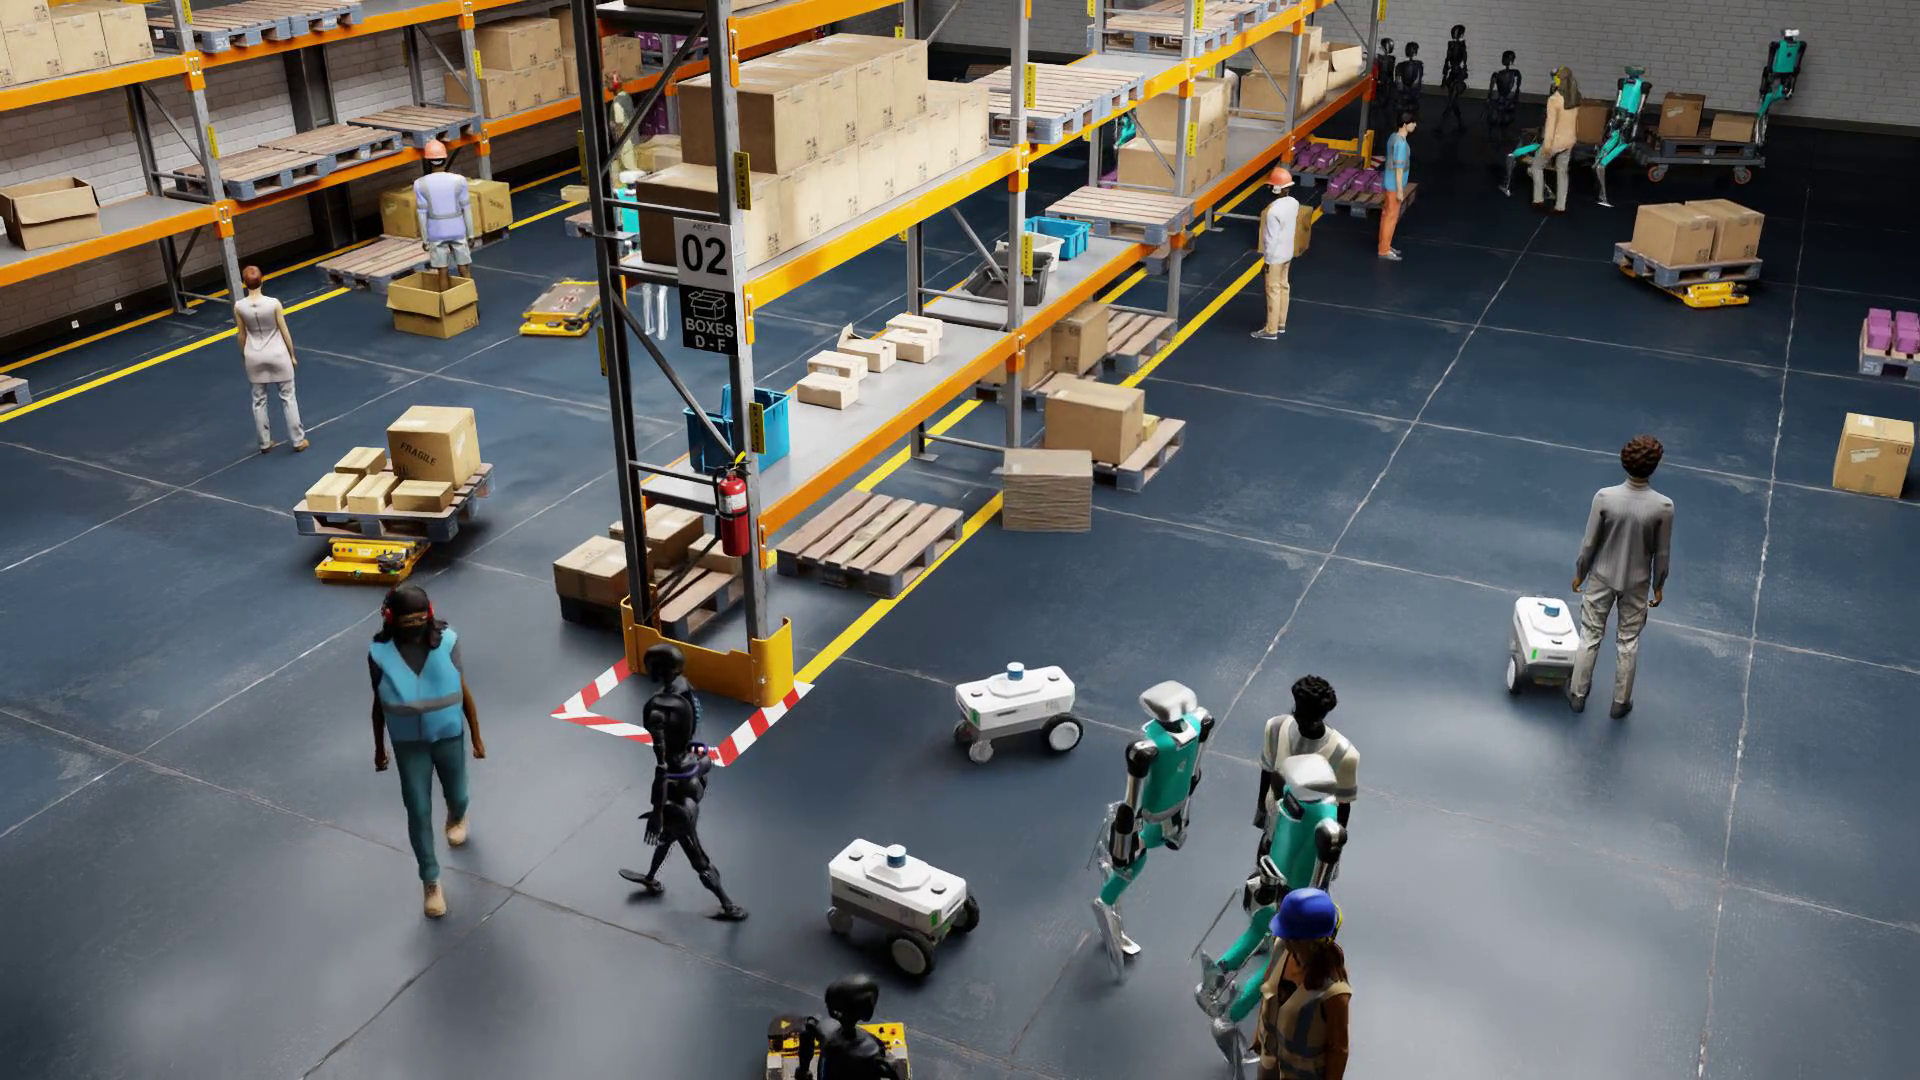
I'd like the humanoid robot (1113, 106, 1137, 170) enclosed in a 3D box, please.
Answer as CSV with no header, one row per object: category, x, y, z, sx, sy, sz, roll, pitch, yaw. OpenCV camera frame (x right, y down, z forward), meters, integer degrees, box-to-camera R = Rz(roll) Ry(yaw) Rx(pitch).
humanoid robot,2.259,-5.682,22.595,0.553,1.731,1.023,23,34,38

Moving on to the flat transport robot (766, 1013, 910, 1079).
flat transport robot,-0.529,2.665,7.395,0.659,0.231,1.431,-3,26,-5

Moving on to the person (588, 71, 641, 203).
person,-4.428,-5.082,21.312,0.850,1.808,0.597,-3,26,-5

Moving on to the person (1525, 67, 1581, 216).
person,7.622,-5.105,21.309,0.547,1.855,0.677,-11,28,-21

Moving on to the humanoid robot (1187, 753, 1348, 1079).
humanoid robot,1.318,1.796,7.537,0.652,1.829,0.548,-8,27,-15

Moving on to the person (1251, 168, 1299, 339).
person,3.224,-2.933,17.027,0.332,1.752,0.562,17,31,30

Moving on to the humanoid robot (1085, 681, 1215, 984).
humanoid robot,0.815,1.442,8.299,0.541,1.849,0.780,-22,34,-37

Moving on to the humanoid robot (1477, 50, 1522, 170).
humanoid robot,7.605,-6.049,23.403,0.598,1.650,0.335,-11,28,-21

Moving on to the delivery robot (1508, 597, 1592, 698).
delivery robot,3.899,0.705,11.053,0.499,0.614,0.812,4,27,7

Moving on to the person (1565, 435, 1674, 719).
person,4.142,0.249,10.440,0.545,1.898,0.374,10,28,19

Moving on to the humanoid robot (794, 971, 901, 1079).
humanoid robot,-0.417,2.375,6.408,0.609,1.642,0.348,20,33,35

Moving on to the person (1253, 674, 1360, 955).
person,1.710,1.410,8.325,0.533,1.692,0.320,21,33,36

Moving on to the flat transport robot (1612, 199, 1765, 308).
flat transport robot,8.124,-2.926,18.689,0.659,0.231,1.431,-6,27,-12

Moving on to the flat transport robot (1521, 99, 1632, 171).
flat transport robot,8.877,-5.516,23.920,1.431,0.231,0.659,-10,28,-20

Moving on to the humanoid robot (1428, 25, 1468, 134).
humanoid robot,7.567,-7.052,25.468,0.754,1.629,0.592,-8,27,-15

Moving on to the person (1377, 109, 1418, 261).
person,5.122,-4.162,19.509,0.335,1.759,0.495,3,26,5

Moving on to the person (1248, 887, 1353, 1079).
person,1.353,2.139,6.754,0.324,1.777,0.471,-13,29,-24

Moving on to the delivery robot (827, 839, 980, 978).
delivery robot,-0.316,1.870,8.683,0.798,0.598,0.499,16,30,28

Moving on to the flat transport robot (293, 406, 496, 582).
flat transport robot,-4.387,-0.083,12.945,0.659,0.231,1.431,3,26,6

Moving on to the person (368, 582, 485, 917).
person,-2.850,1.044,8.896,0.560,1.840,0.784,-10,28,-19

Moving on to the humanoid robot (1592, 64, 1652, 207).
humanoid robot,8.538,-5.288,21.800,0.822,1.775,0.618,-10,28,-19

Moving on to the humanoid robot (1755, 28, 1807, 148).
humanoid robot,12.044,-6.713,24.724,0.539,1.820,0.766,-1,26,-2

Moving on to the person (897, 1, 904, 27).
person,-0.926,-9.486,30.181,0.361,1.829,0.515,20,33,35

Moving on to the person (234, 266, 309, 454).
person,-5.967,-1.548,14.347,0.437,1.651,0.296,-4,27,-7

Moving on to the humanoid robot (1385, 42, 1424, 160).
humanoid robot,6.442,-6.304,23.975,0.599,1.659,0.542,-12,29,-23

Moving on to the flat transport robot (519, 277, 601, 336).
flat transport robot,-4.170,-2.502,17.831,0.659,0.231,1.431,3,26,6

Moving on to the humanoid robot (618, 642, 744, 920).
humanoid robot,-1.520,1.273,8.664,0.747,1.629,0.601,4,27,7

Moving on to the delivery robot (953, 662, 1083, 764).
delivery robot,0.371,1.047,10.362,0.797,0.614,0.499,-10,28,-19

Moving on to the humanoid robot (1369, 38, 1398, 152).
humanoid robot,6.169,-6.518,24.356,0.601,1.640,0.344,-24,35,-39

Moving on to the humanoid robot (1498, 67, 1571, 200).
humanoid robot,7.609,-5.386,22.044,0.992,1.773,0.546,20,33,35

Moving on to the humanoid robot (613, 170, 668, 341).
humanoid robot,-3.221,-2.962,17.073,0.531,1.773,0.662,4,27,7

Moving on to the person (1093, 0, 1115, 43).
person,2.490,-8.941,28.967,0.422,1.928,0.546,-5,27,-10

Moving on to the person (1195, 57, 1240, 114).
person,3.454,-5.663,22.397,0.649,1.893,0.446,12,29,23

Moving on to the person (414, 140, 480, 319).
person,-5.362,-3.204,17.375,0.550,1.932,0.375,-11,28,-20
